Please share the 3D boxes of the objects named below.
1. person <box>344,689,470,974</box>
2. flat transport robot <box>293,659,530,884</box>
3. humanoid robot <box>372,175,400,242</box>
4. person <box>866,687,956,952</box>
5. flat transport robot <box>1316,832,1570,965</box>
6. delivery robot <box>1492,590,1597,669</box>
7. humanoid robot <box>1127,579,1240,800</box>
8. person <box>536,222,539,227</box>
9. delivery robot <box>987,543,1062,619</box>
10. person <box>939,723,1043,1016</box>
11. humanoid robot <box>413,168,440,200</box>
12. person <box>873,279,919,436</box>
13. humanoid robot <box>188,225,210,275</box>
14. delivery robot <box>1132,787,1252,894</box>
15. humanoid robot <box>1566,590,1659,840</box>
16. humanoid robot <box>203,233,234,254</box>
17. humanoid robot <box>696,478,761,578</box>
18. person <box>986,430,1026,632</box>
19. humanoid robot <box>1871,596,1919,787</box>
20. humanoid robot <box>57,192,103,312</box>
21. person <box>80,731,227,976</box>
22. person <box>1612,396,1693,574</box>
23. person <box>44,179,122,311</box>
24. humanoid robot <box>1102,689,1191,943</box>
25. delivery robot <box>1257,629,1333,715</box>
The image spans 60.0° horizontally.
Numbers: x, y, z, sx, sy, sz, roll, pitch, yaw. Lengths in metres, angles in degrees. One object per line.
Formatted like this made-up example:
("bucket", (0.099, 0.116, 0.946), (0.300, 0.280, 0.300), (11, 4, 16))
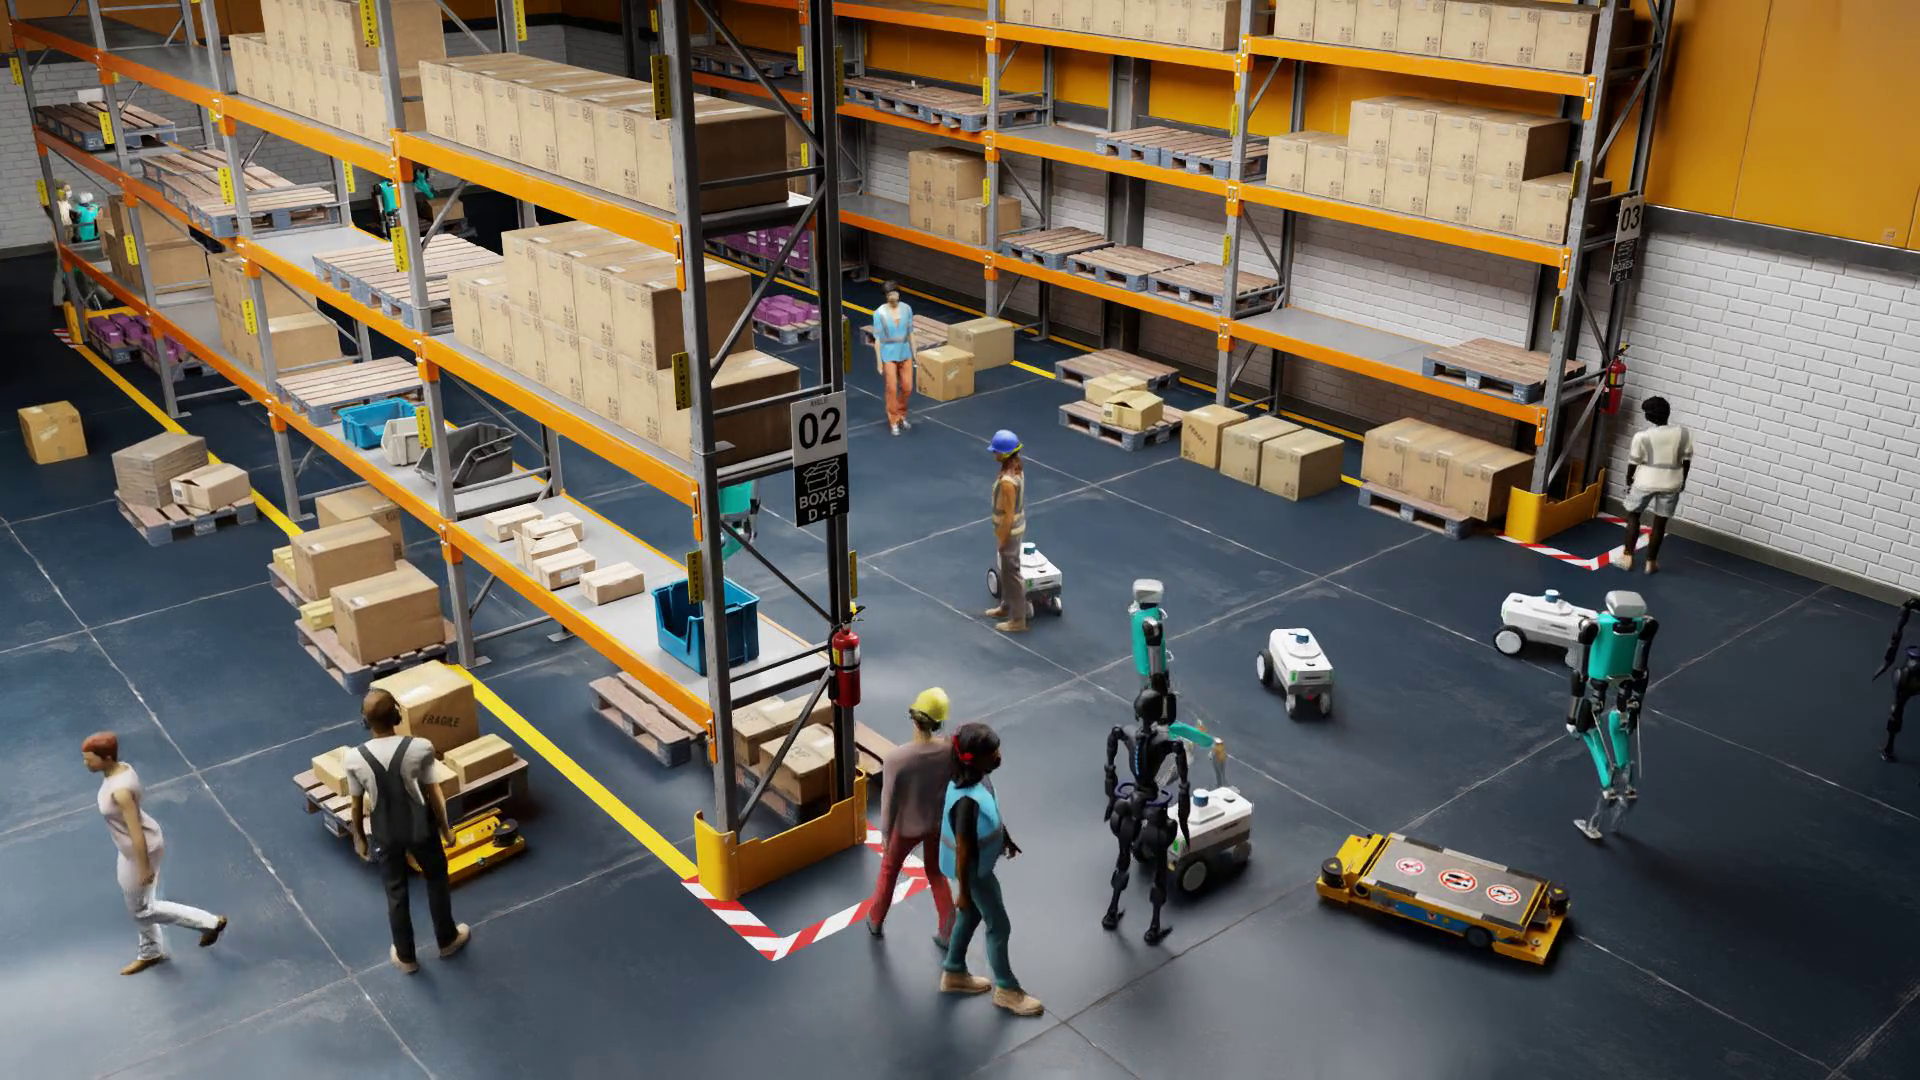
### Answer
("person", (-3.247, 1.703, 9.751), (0.553, 1.828, 0.430), (-4, 24, -8))
("flat transport robot", (-3.629, 1.881, 11.288), (1.431, 0.231, 0.659), (21, 31, 40))
("humanoid robot", (-8.031, -4.480, 24.003), (0.533, 1.672, 0.735), (-19, 30, -36))
("person", (-0.242, 1.671, 9.960), (0.558, 1.716, 0.629), (-10, 25, -23))
("flat transport robot", (3.050, 2.220, 10.504), (1.431, 0.231, 0.659), (14, 27, 29))
("delivery robot", (4.813, 0.688, 13.667), (0.757, 0.577, 0.499), (14, 27, 30))
("humanoid robot", (1.592, 1.112, 11.245), (0.984, 1.756, 0.555), (3, 24, 7))
("person", (-5.160, -2.969, 20.456), (0.411, 1.908, 0.640), (13, 26, 27))
("delivery robot", (0.594, 0.311, 14.568), (0.499, 0.599, 0.784), (-10, 25, -21))
("person", (0.159, 1.838, 9.399), (0.626, 1.841, 0.585), (2, 23, 4))
("humanoid robot", (-8.974, -6.043, 27.935), (0.728, 1.898, 0.540), (8, 25, 19))
("person", (-0.711, -2.036, 18.499), (0.512, 1.765, 0.421), (-11, 26, -23))
("humanoid robot", (-10.748, -4.149, 23.504), (0.706, 1.626, 0.609), (-4, 24, -9))
("delivery robot", (1.541, 1.907, 10.854), (0.760, 0.586, 0.499), (-15, 27, -31))
("humanoid robot", (4.314, 1.257, 10.902), (0.533, 1.818, 0.672), (-4, 24, -8))
("humanoid robot", (-10.052, -3.882, 22.858), (0.412, 1.653, 0.602), (12, 26, 27))
("humanoid robot", (-2.017, -0.047, 13.993), (0.531, 1.830, 0.767), (-19, 30, -37))
("person", (0.395, -0.077, 13.934), (0.373, 1.775, 0.480), (2, 23, 6))
("humanoid robot", (6.830, 0.936, 11.747), (0.593, 1.640, 0.734), (6, 24, 13))
("humanoid robot", (-12.103, -3.872, 22.848), (0.808, 1.832, 0.534), (6, 24, 14))
("person", (-4.744, 1.807, 9.729), (0.534, 1.637, 0.449), (-14, 27, -29))
("person", (6.277, -0.481, 15.003), (0.557, 1.677, 0.338), (5, 24, 11))
("person", (-12.350, -4.126, 23.236), (0.980, 1.824, 0.548), (-13, 26, -27))
("humanoid robot", (1.128, 1.642, 10.065), (0.585, 1.639, 0.330), (12, 26, 26))
("delivery robot", (2.655, 0.988, 12.986), (0.499, 0.587, 0.766), (-2, 23, -4))
